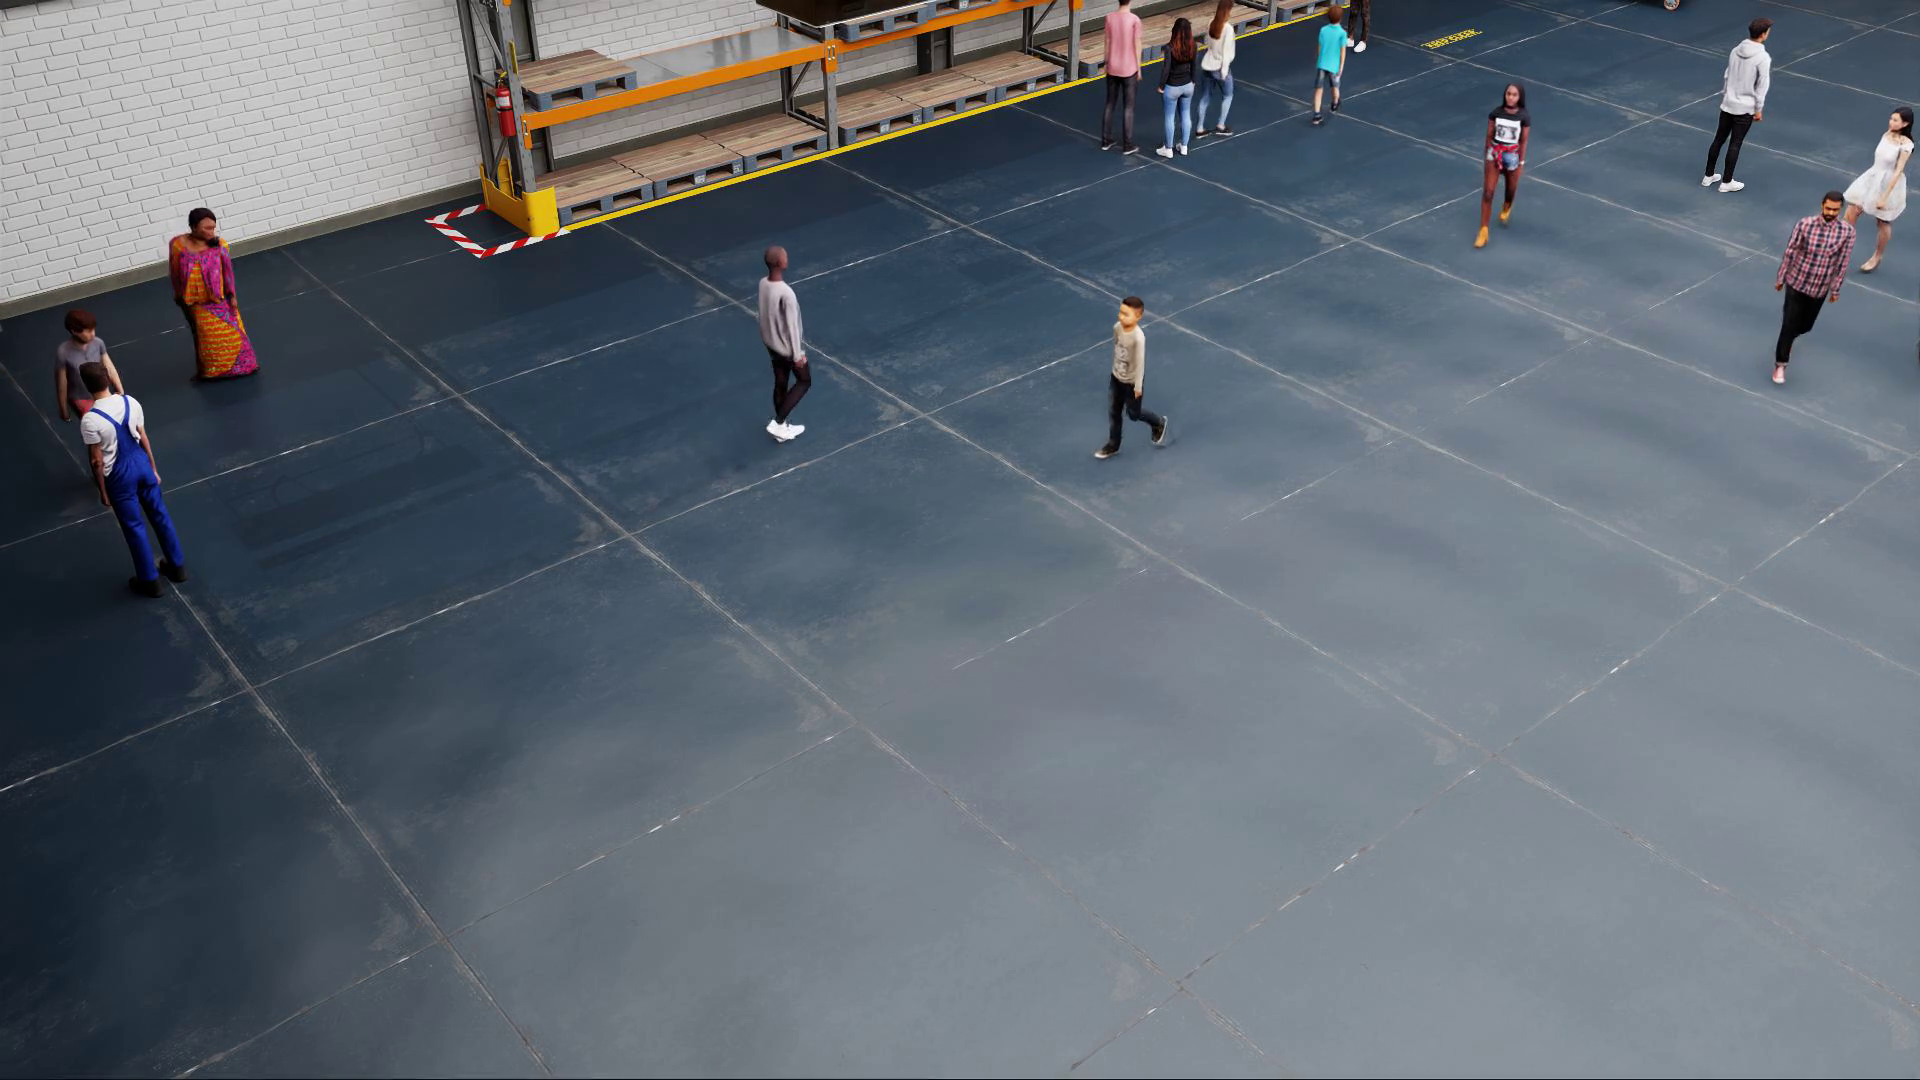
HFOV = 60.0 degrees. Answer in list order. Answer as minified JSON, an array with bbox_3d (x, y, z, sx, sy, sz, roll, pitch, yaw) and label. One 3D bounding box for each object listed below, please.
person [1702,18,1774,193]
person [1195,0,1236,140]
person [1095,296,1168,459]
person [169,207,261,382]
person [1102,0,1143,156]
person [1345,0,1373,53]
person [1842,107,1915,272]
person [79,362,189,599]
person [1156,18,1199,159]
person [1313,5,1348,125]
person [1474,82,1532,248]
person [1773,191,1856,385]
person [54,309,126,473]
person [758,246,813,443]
[{"bbox_3d":[8.746,-4.894,18.673,0.647,1.930,0.723,-18,38,-25],"label":"person"},{"bbox_3d":[3.028,-5.654,20.046,0.693,1.675,0.642,-22,39,-29],"label":"person"},{"bbox_3d":[1.448,-1.354,13.785,0.882,1.444,0.592,-21,39,-28],"label":"person"},{"bbox_3d":[-6.788,-2.204,14.861,0.767,1.670,0.920,-2,34,-4],"label":"person"},{"bbox_3d":[1.900,-5.560,19.653,0.693,1.953,0.652,19,38,26],"label":"person"},{"bbox_3d":[5.582,-7.660,23.041,0.519,1.701,0.562,-25,41,-33],"label":"person"},{"bbox_3d":[9.324,-3.474,16.710,1.201,1.738,0.956,-7,34,-11],"label":"person"},{"bbox_3d":[-6.027,-0.449,12.061,0.745,1.847,0.613,18,37,25],"label":"person"},{"bbox_3d":[2.571,-5.341,19.612,0.568,1.635,0.744,-15,37,-22],"label":"person"},{"bbox_3d":[4.545,-5.861,20.595,0.770,1.412,1.001,15,36,21],"label":"person"},{"bbox_3d":[5.738,-3.979,17.504,0.876,1.701,1.179,17,37,24],"label":"person"},{"bbox_3d":[7.659,-2.339,14.995,1.034,1.745,1.213,11,35,15],"label":"person"},{"bbox_3d":[-6.990,-1.110,13.264,0.862,1.616,1.001,23,40,30],"label":"person"},{"bbox_3d":[-1.545,-1.581,13.841,0.661,1.762,0.647,-26,42,-34],"label":"person"}]
